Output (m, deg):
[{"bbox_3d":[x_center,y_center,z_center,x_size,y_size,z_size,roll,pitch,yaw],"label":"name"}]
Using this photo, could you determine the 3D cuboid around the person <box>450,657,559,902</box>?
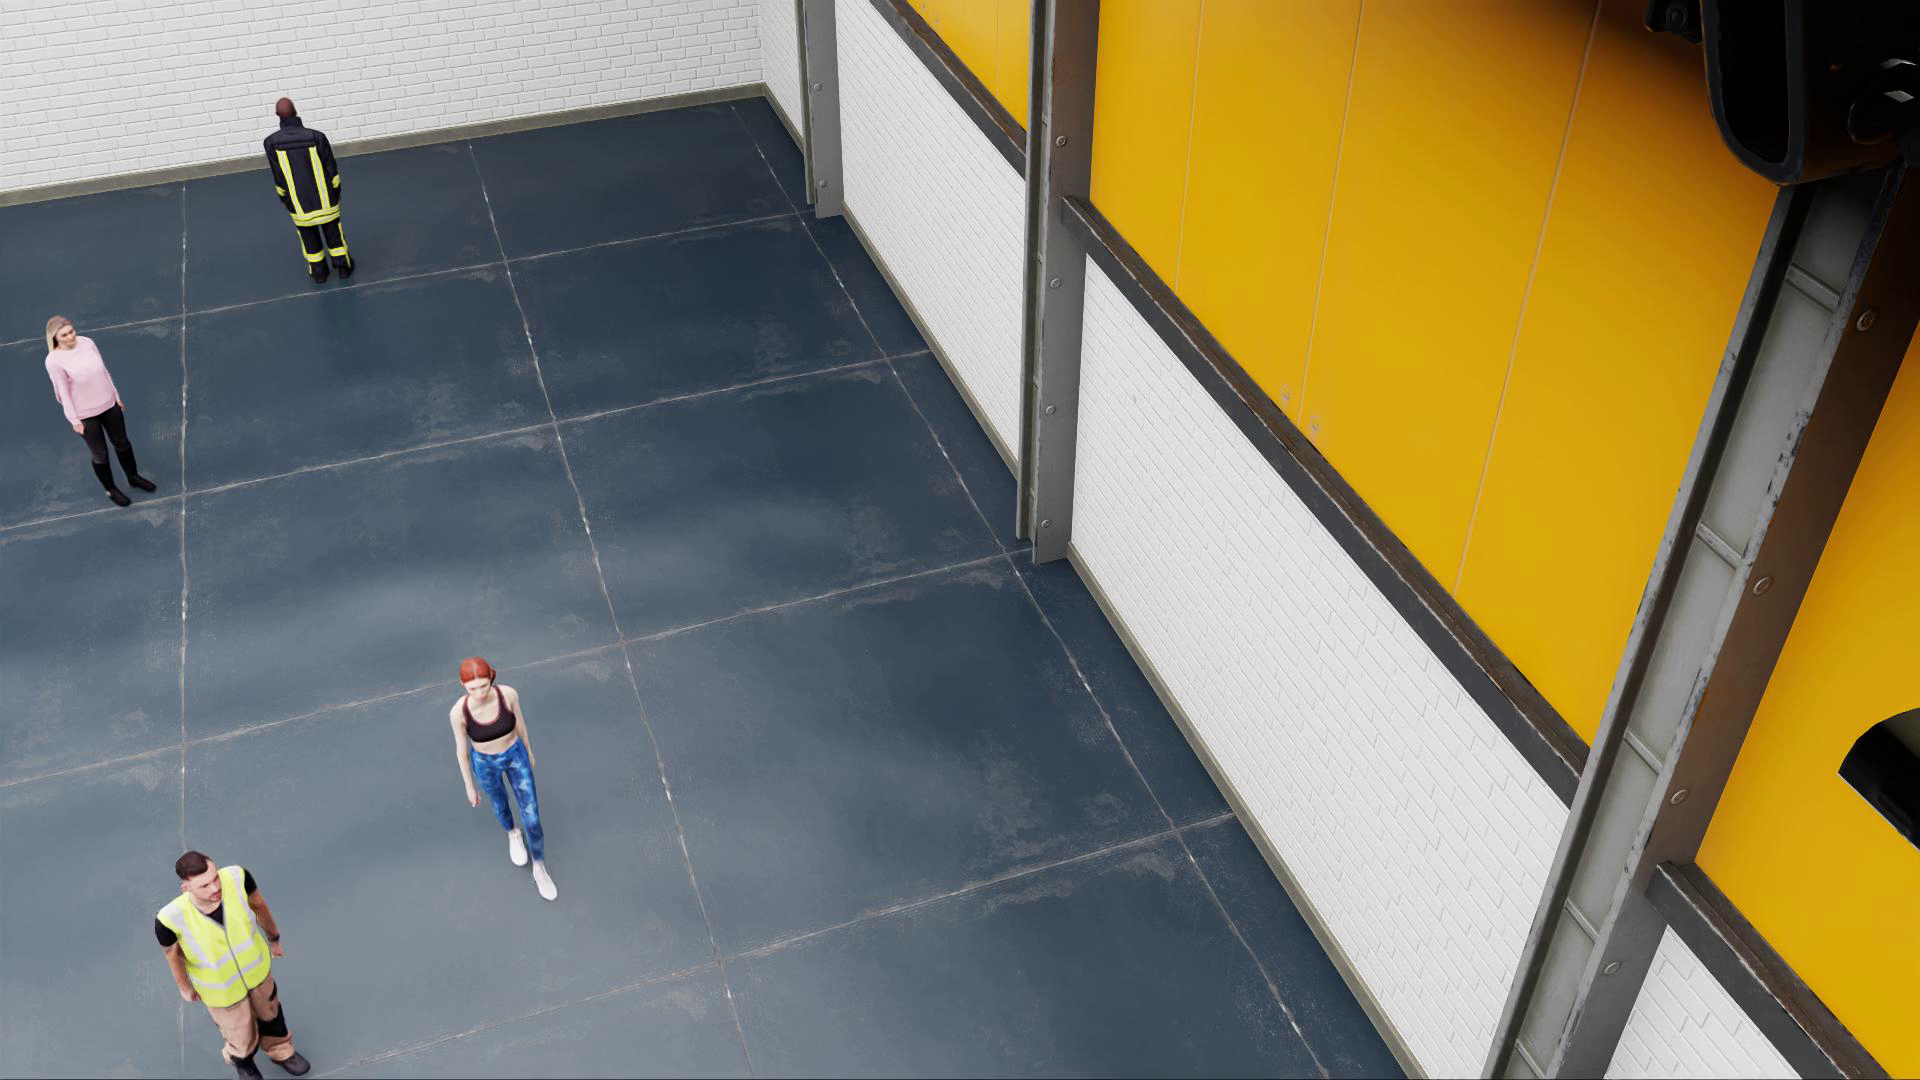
[{"bbox_3d":[-2.771,1.320,9.978,0.622,1.761,0.887,-16,41,-19],"label":"person"}]

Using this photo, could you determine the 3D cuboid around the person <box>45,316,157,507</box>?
[{"bbox_3d":[-6.774,-1.033,12.987,0.740,1.683,0.686,17,42,20],"label":"person"}]

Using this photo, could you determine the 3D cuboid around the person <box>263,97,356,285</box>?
[{"bbox_3d":[-6.162,-3.318,15.738,0.731,1.821,0.639,-12,40,-15],"label":"person"}]

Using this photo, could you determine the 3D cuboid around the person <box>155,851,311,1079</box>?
[{"bbox_3d":[-3.875,2.234,8.777,0.885,1.832,0.848,26,45,29],"label":"person"}]
